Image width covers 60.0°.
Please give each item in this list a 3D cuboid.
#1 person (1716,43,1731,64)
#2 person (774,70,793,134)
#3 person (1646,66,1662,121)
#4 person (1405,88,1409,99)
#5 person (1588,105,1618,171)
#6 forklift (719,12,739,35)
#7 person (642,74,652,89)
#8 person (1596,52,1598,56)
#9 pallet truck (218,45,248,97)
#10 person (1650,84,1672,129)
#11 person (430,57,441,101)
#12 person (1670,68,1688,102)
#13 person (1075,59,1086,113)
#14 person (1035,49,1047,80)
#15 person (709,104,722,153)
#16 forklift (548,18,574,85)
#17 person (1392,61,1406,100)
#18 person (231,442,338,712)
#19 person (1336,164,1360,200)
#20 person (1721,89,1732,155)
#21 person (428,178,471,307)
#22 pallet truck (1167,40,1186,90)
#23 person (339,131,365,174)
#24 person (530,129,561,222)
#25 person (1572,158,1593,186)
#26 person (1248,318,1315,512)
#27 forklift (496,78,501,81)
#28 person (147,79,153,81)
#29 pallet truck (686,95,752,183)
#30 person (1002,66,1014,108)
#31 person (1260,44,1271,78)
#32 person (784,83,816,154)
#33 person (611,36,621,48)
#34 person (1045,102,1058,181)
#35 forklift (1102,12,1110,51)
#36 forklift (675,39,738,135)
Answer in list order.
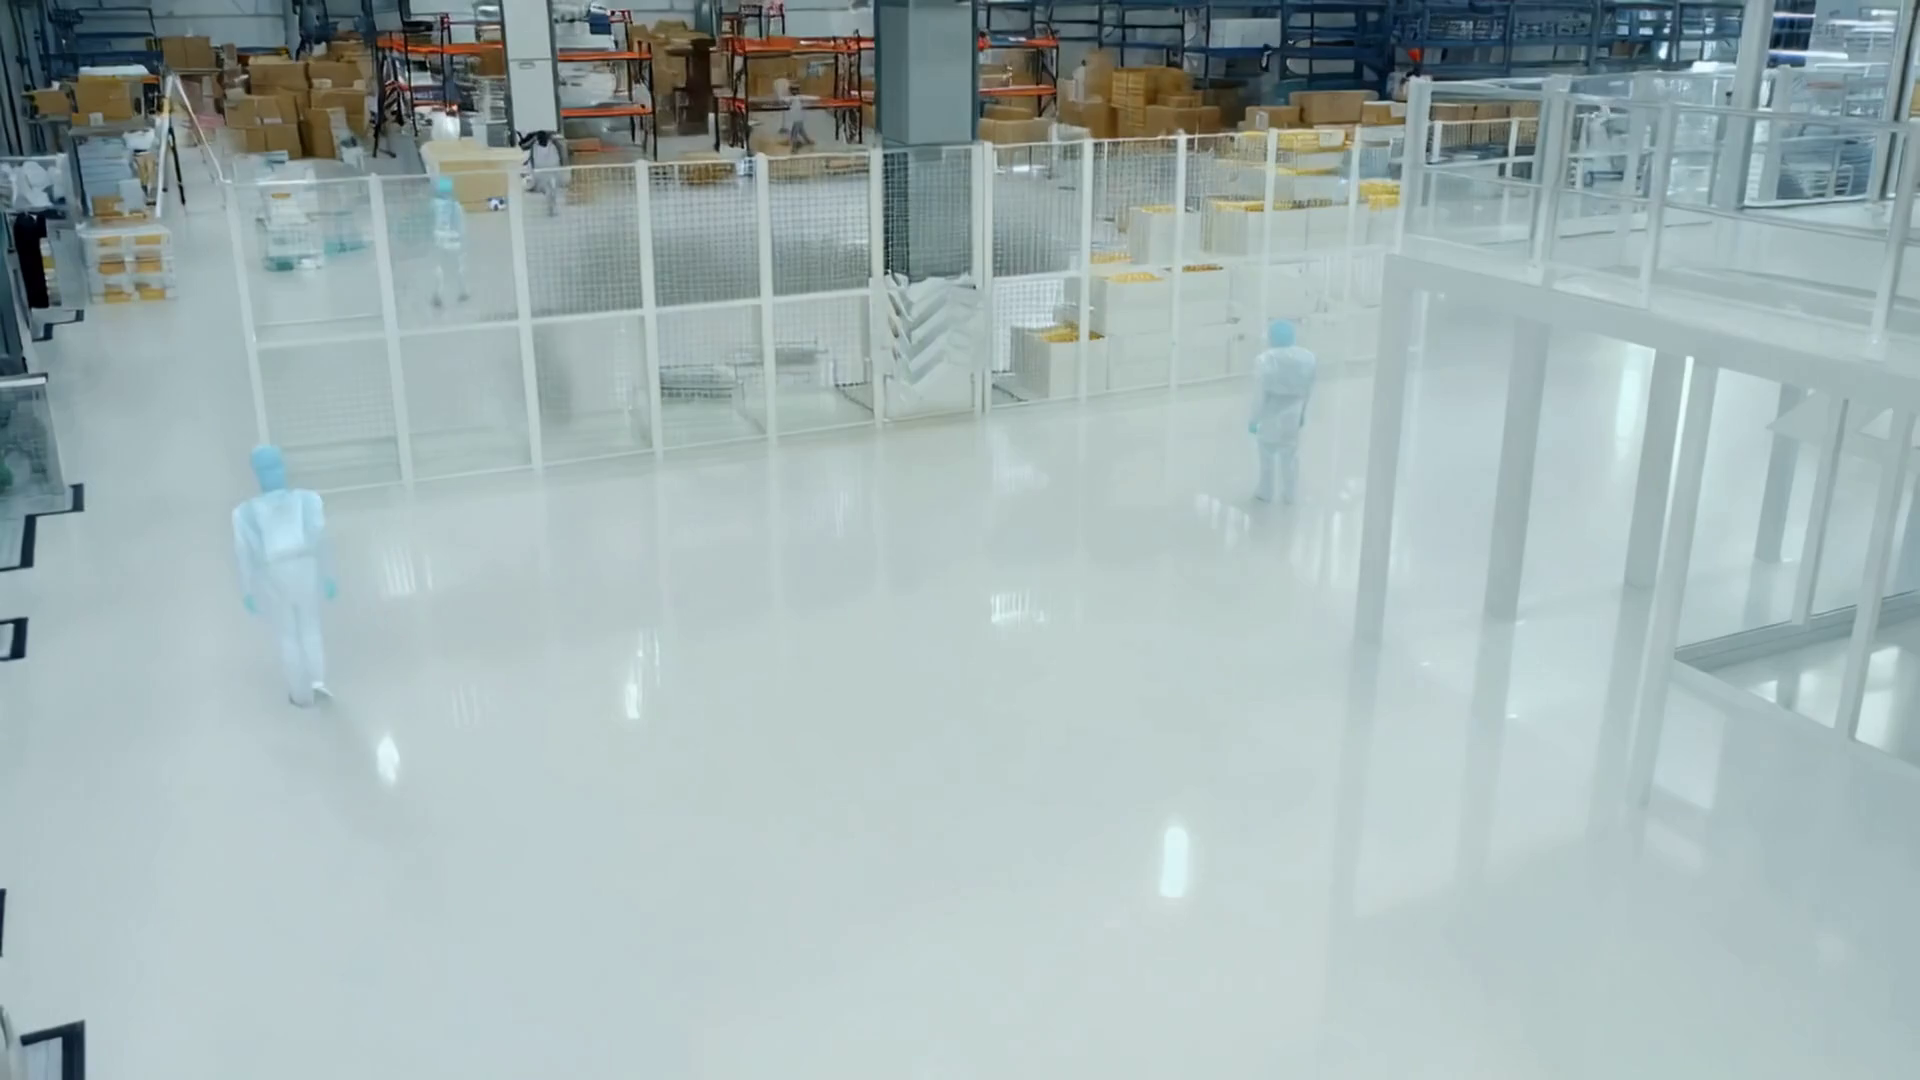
[{"bbox_3d":[31.978,-19.840,69.703,0.399,1.877,0.650,-6,20,-17],"label":"person"},{"bbox_3d":[-5.455,-13.537,51.408,0.640,1.906,0.969,7,20,20],"label":"person"},{"bbox_3d":[23.069,-14.786,55.162,0.873,1.792,0.626,-10,22,-27],"label":"person"},{"bbox_3d":[11.657,-10.799,43.396,0.543,1.939,0.361,-2,19,-7],"label":"person"},{"bbox_3d":[14.526,-8.877,37.671,0.535,2.000,0.784,-7,20,-18],"label":"person"},{"bbox_3d":[-11.245,-24.345,81.240,1.129,2.768,1.873,-9,21,-25],"label":"forklift"},{"bbox_3d":[-9.603,-13.355,50.974,0.534,1.821,0.643,-10,22,-28],"label":"person"},{"bbox_3d":[29.697,-22.582,77.970,0.556,1.646,0.855,-8,21,-22],"label":"person"},{"bbox_3d":[-28.879,-18.665,66.111,0.823,1.965,1.885,-3,19,-9],"label":"pallet truck"},{"bbox_3d":[19.959,-12.098,47.434,0.556,1.745,0.545,-1,19,-3],"label":"person"},{"bbox_3d":[-18.631,-16.178,59.095,0.389,1.869,0.648,-5,20,-15],"label":"person"},{"bbox_3d":[24.249,-15.012,56.007,0.647,1.676,0.541,-14,23,-35],"label":"person"},{"bbox_3d":[4.242,-15.958,58.456,0.310,1.868,0.533,13,23,34],"label":"person"},{"bbox_3d":[3.660,-21.677,75.426,0.535,1.617,0.538,7,20,19],"label":"person"},{"bbox_3d":[-6.140,-10.130,41.831,0.320,1.692,0.555,-9,21,-24],"label":"person"},{"bbox_3d":[-17.786,-21.034,71.642,1.873,2.768,1.129,-12,22,-31],"label":"forklift"},{"bbox_3d":[14.587,-14.896,55.231,0.361,1.962,0.618,-7,20,-21],"label":"person"},{"bbox_3d":[-4.606,0.260,11.373,0.620,1.911,0.419,-12,22,-31],"label":"person"},{"bbox_3d":[6.351,-5.193,27.233,1.083,1.877,0.640,7,20,19],"label":"person"},{"bbox_3d":[19.346,-10.348,42.003,0.379,1.996,0.608,12,22,31],"label":"person"},{"bbox_3d":[-7.782,-4.515,25.232,0.614,1.919,0.925,3,19,7],"label":"person"},{"bbox_3d":[9.045,-19.971,69.895,0.823,1.965,1.885,-3,19,-8],"label":"pallet truck"},{"bbox_3d":[-12.466,-7.508,34.146,0.493,1.746,0.282,-2,19,-5],"label":"person"},{"bbox_3d":[-8.379,-7.392,33.689,0.637,1.823,0.546,1,19,3],"label":"person"},{"bbox_3d":[10.769,-5.711,28.715,0.930,1.904,0.546,14,23,35],"label":"person"},{"bbox_3d":[2.991,-1.177,15.652,0.627,1.844,0.429,-7,20,-21],"label":"person"},{"bbox_3d":[-16.239,-17.535,61.499,1.873,2.768,1.129,-10,21,-26],"label":"forklift"},{"bbox_3d":[-24.993,-13.436,51.507,0.514,1.634,0.313,10,21,27],"label":"person"},{"bbox_3d":[-5.836,-9.608,39.856,0.823,1.965,1.885,10,22,27],"label":"pallet truck"},{"bbox_3d":[1.499,-14.484,54.192,0.878,1.874,0.639,-3,19,-8],"label":"person"},{"bbox_3d":[12.730,-19.703,69.273,0.771,1.897,0.601,-8,20,-21],"label":"person"},{"bbox_3d":[-4.434,-11.603,45.784,0.826,1.904,0.588,-9,21,-23],"label":"person"},{"bbox_3d":[-16.172,-22.926,78.701,0.638,1.858,1.101,-11,22,-28],"label":"person"},{"bbox_3d":[2.200,-9.594,40.033,0.328,1.861,0.503,-1,19,-4],"label":"person"},{"bbox_3d":[7.310,-24.161,80.707,1.129,2.768,1.873,-9,21,-25],"label":"forklift"},{"bbox_3d":[-7.888,-13.910,50.994,1.873,2.768,1.129,-8,21,-22],"label":"forklift"}]
